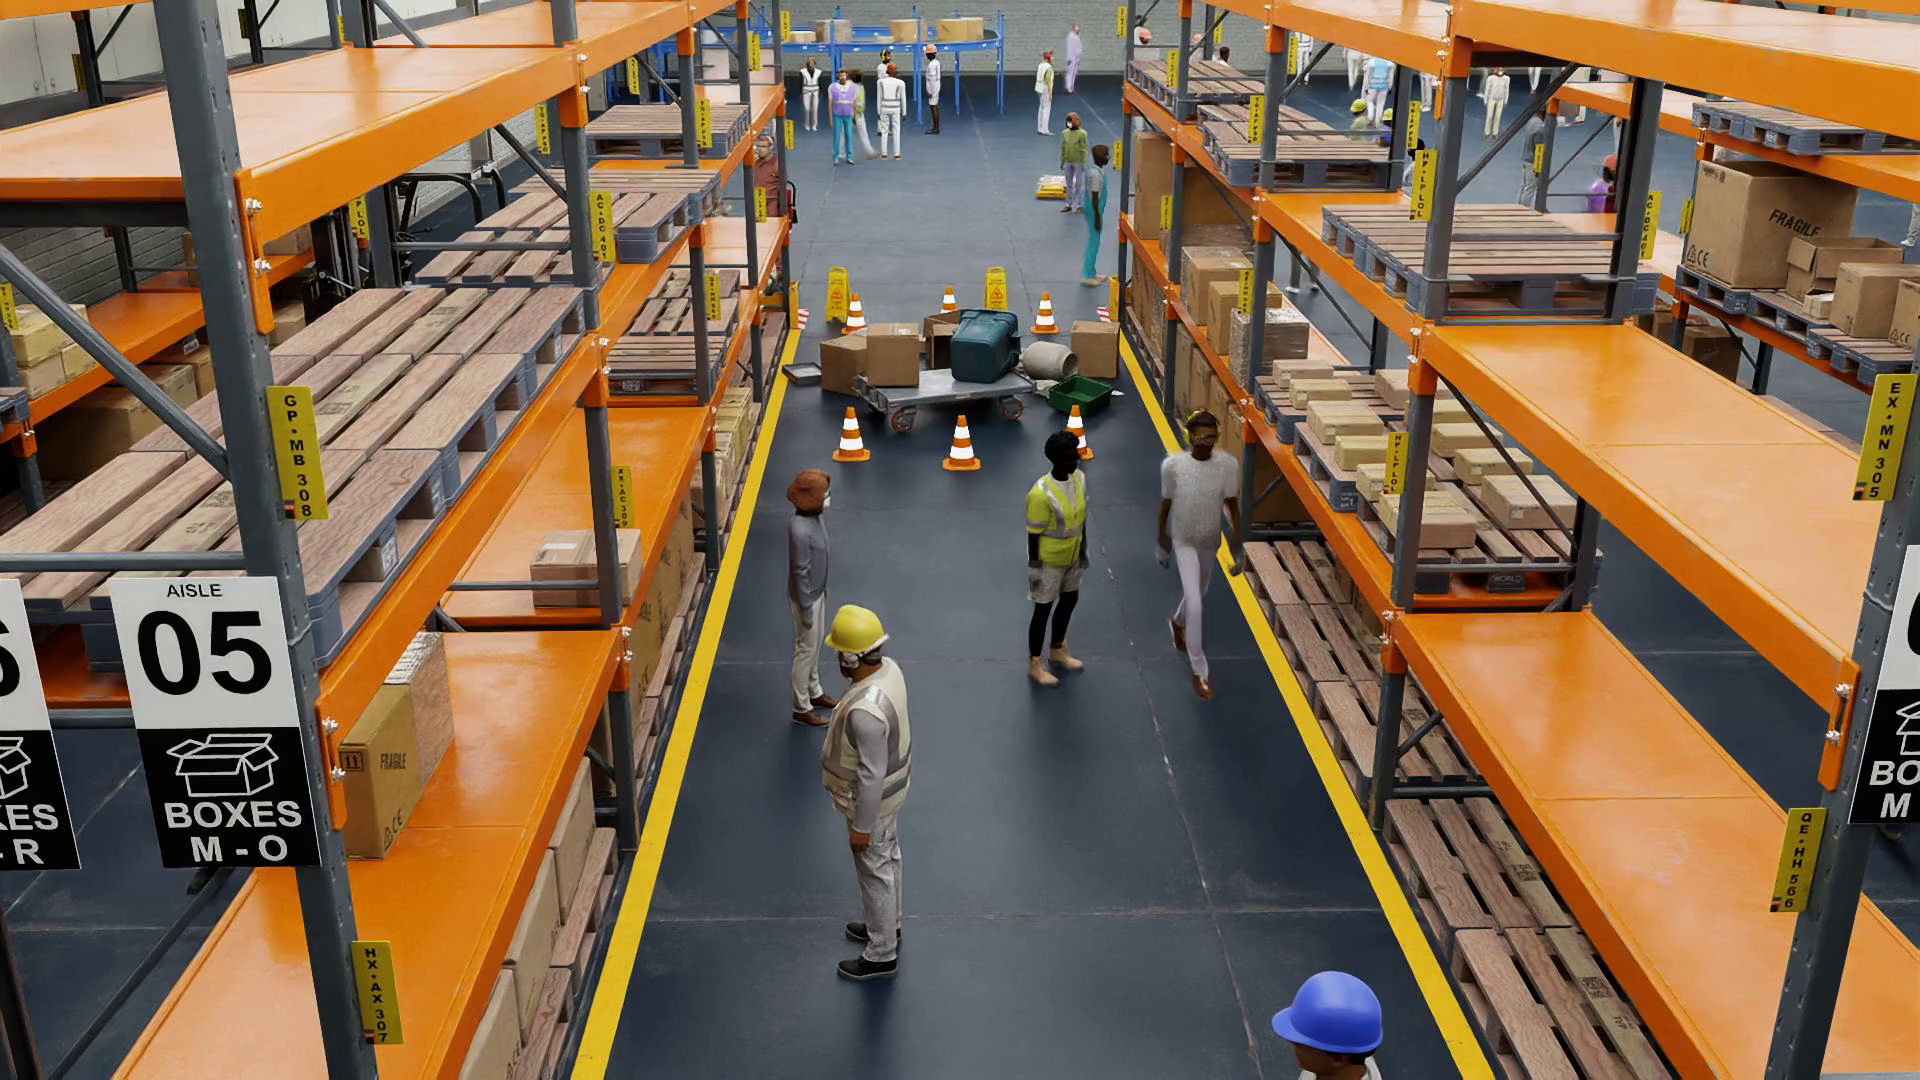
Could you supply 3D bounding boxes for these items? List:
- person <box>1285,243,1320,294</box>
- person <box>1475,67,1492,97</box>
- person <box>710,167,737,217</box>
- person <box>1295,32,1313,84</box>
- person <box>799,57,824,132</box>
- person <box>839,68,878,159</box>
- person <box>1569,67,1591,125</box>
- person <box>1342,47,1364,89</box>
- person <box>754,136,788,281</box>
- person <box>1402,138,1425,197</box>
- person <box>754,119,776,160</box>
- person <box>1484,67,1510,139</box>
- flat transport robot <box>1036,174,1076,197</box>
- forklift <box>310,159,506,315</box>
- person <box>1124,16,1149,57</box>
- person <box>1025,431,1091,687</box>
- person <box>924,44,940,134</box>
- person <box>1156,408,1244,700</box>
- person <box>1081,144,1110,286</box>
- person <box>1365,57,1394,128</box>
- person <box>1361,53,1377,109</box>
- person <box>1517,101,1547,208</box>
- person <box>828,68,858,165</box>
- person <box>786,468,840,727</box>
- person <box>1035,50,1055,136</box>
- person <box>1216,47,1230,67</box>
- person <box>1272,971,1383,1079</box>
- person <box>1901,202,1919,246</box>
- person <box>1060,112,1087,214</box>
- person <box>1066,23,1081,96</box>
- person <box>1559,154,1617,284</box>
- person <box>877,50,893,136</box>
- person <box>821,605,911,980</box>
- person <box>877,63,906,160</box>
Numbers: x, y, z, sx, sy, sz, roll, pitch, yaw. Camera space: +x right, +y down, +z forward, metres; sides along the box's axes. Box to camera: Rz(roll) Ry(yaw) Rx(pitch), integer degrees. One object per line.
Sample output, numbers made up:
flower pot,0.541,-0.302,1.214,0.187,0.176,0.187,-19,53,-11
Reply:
person,4.454,-4.156,21.525,0.605,1.915,0.411,-4,21,-10
person,14.007,-12.633,43.969,0.593,1.872,1.004,-6,22,-17
person,-3.829,-6.147,26.657,0.619,2.000,0.968,10,23,24
person,9.823,-14.023,47.641,0.575,1.881,0.356,-6,22,-16
person,-3.332,-10.013,37.388,0.553,1.619,0.464,-6,21,-15
person,-2.119,-8.488,33.148,0.954,1.796,0.632,11,24,28
person,14.469,-10.503,38.692,0.280,1.630,0.511,18,27,39
person,10.995,-13.541,46.599,0.567,1.717,0.834,-1,21,-3
person,-2.583,-4.430,22.242,0.650,1.913,0.409,19,28,41
person,6.443,-4.871,23.706,0.320,1.697,0.531,3,21,8
person,-3.619,-7.339,30.035,0.588,1.837,0.404,-6,21,-15
person,11.651,-9.535,36.145,0.509,1.619,0.325,1,21,1
flat transport robot,1.721,-6.258,29.356,0.652,0.197,1.431,2,21,6
forklift,-5.622,-2.910,17.832,2.313,2.155,1.214,-1,21,-1
person,4.989,-13.805,47.014,0.695,1.935,0.446,1,21,3
person,0.602,0.107,10.564,0.322,1.688,0.547,16,26,35
person,-0.626,-10.009,36.953,0.364,1.935,0.553,3,21,9
person,1.518,-0.003,10.673,0.528,1.824,0.980,-3,21,-9
person,1.778,-4.298,22.023,0.373,1.831,0.608,1,21,4
person,9.583,-10.367,38.065,0.628,1.830,0.438,3,21,9
person,10.315,-11.815,41.724,0.397,1.939,0.602,-3,21,-8
person,9.040,-5.937,26.211,0.371,1.932,0.623,0,21,1
person,-2.289,-8.268,32.479,0.570,1.843,0.372,-6,22,-16
person,-0.895,0.340,10.038,0.288,1.626,0.507,2,21,6
person,1.866,-9.872,36.731,0.387,1.838,0.574,-6,22,-16
person,5.746,-9.928,36.789,0.411,1.907,0.601,-6,22,-15
person,1.064,2.111,4.904,0.385,1.948,0.602,2,21,4
person,14.292,-5.209,24.548,0.484,1.737,0.322,1,21,3
person,1.855,-6.179,27.265,0.504,1.626,0.283,15,26,35
person,3.050,-12.962,44.856,0.397,1.878,0.759,5,21,14
person,7.977,-3.905,20.907,0.863,1.887,0.564,14,25,32
person,-1.644,-9.829,36.595,0.329,1.861,0.502,8,22,20
person,-0.428,1.151,7.610,0.403,1.824,0.601,2,21,5
person,-1.363,-8.521,33.116,0.589,1.879,0.355,3,21,7
